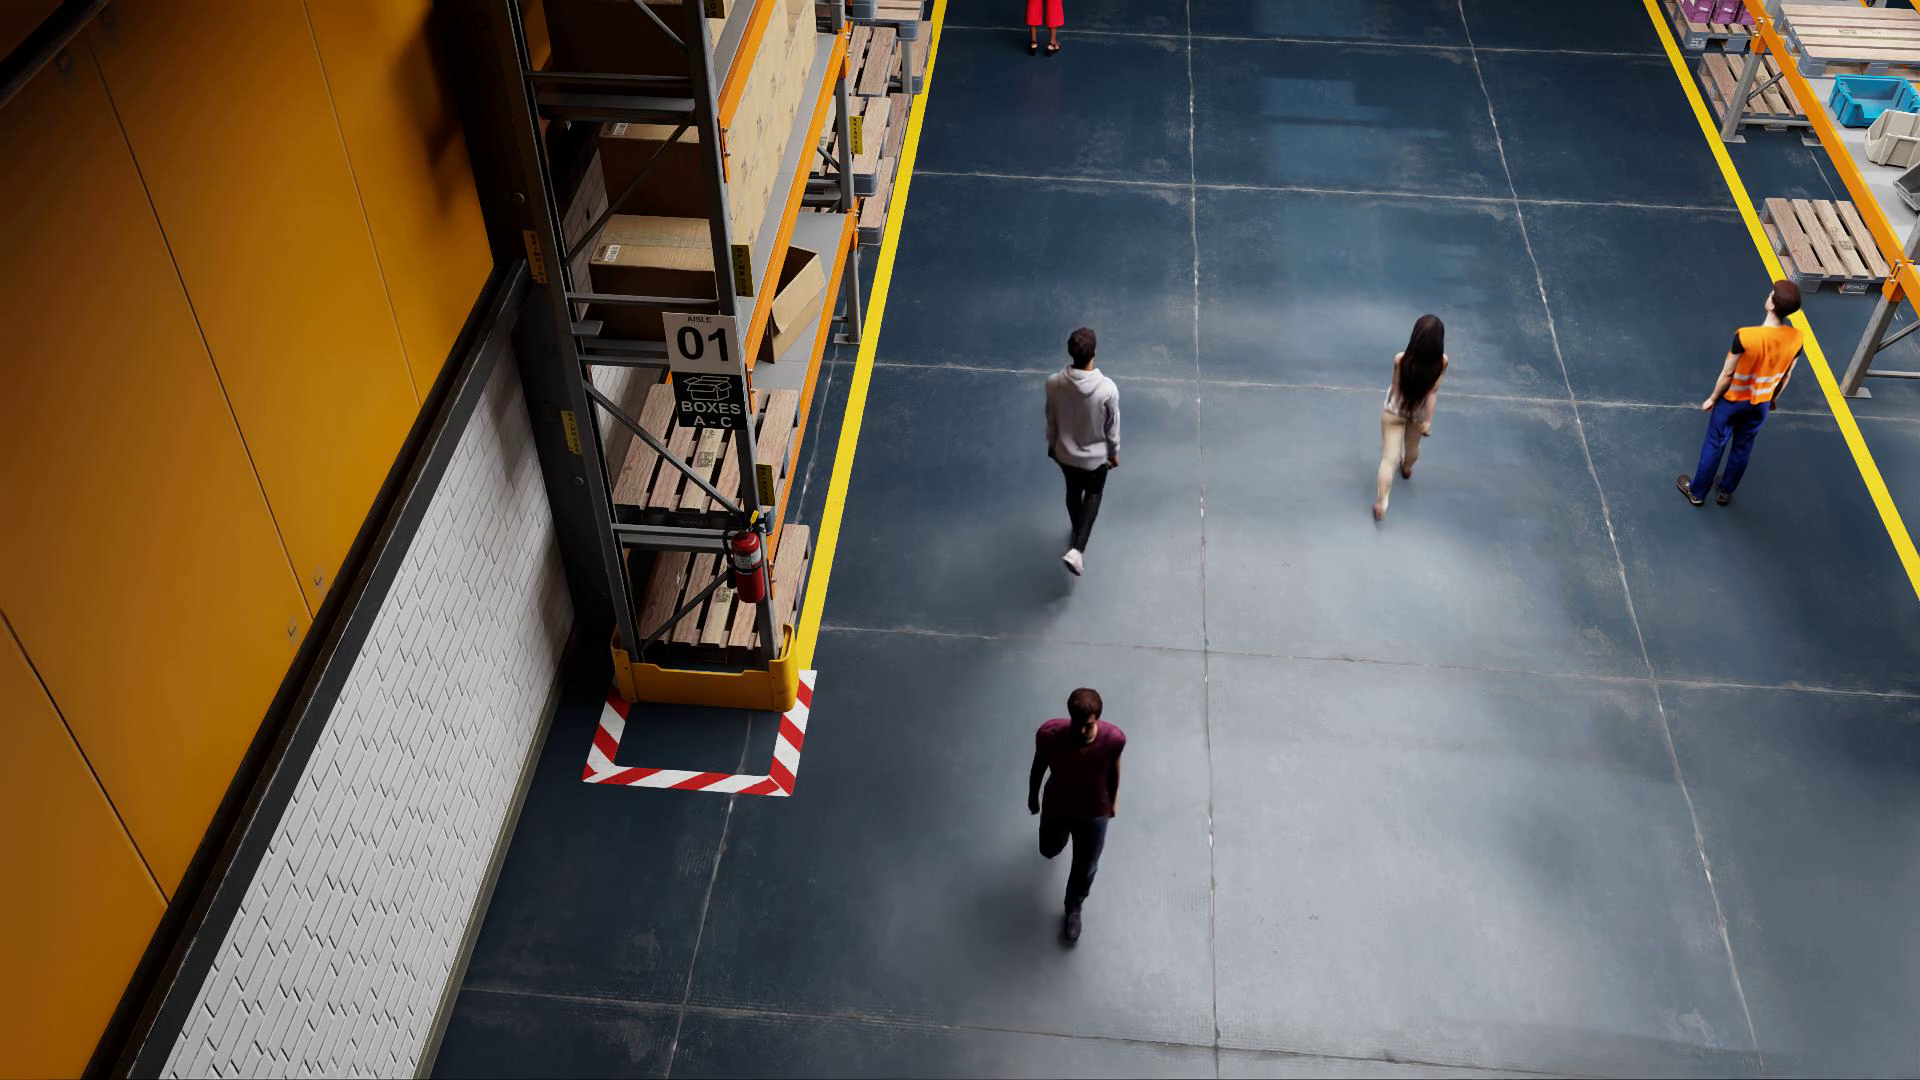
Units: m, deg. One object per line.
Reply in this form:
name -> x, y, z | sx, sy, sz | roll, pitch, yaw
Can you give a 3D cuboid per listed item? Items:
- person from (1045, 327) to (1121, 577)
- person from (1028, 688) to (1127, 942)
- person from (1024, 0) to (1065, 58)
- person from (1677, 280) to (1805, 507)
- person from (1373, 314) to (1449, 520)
person -> 0.808, -0.557, 11.409 | 0.812, 1.904, 1.097 | 12, 45, 12
person -> 0.651, 1.423, 9.383 | 0.673, 1.831, 0.996 | 3, 44, 4
person -> 0.869, -5.832, 17.026 | 0.625, 1.794, 0.571 | 9, 44, 10
person -> 5.625, -1.024, 11.911 | 0.708, 1.888, 0.649 | -1, 44, -1
person -> 3.229, -1.034, 12.105 | 0.530, 1.634, 1.010 | 4, 44, 4
